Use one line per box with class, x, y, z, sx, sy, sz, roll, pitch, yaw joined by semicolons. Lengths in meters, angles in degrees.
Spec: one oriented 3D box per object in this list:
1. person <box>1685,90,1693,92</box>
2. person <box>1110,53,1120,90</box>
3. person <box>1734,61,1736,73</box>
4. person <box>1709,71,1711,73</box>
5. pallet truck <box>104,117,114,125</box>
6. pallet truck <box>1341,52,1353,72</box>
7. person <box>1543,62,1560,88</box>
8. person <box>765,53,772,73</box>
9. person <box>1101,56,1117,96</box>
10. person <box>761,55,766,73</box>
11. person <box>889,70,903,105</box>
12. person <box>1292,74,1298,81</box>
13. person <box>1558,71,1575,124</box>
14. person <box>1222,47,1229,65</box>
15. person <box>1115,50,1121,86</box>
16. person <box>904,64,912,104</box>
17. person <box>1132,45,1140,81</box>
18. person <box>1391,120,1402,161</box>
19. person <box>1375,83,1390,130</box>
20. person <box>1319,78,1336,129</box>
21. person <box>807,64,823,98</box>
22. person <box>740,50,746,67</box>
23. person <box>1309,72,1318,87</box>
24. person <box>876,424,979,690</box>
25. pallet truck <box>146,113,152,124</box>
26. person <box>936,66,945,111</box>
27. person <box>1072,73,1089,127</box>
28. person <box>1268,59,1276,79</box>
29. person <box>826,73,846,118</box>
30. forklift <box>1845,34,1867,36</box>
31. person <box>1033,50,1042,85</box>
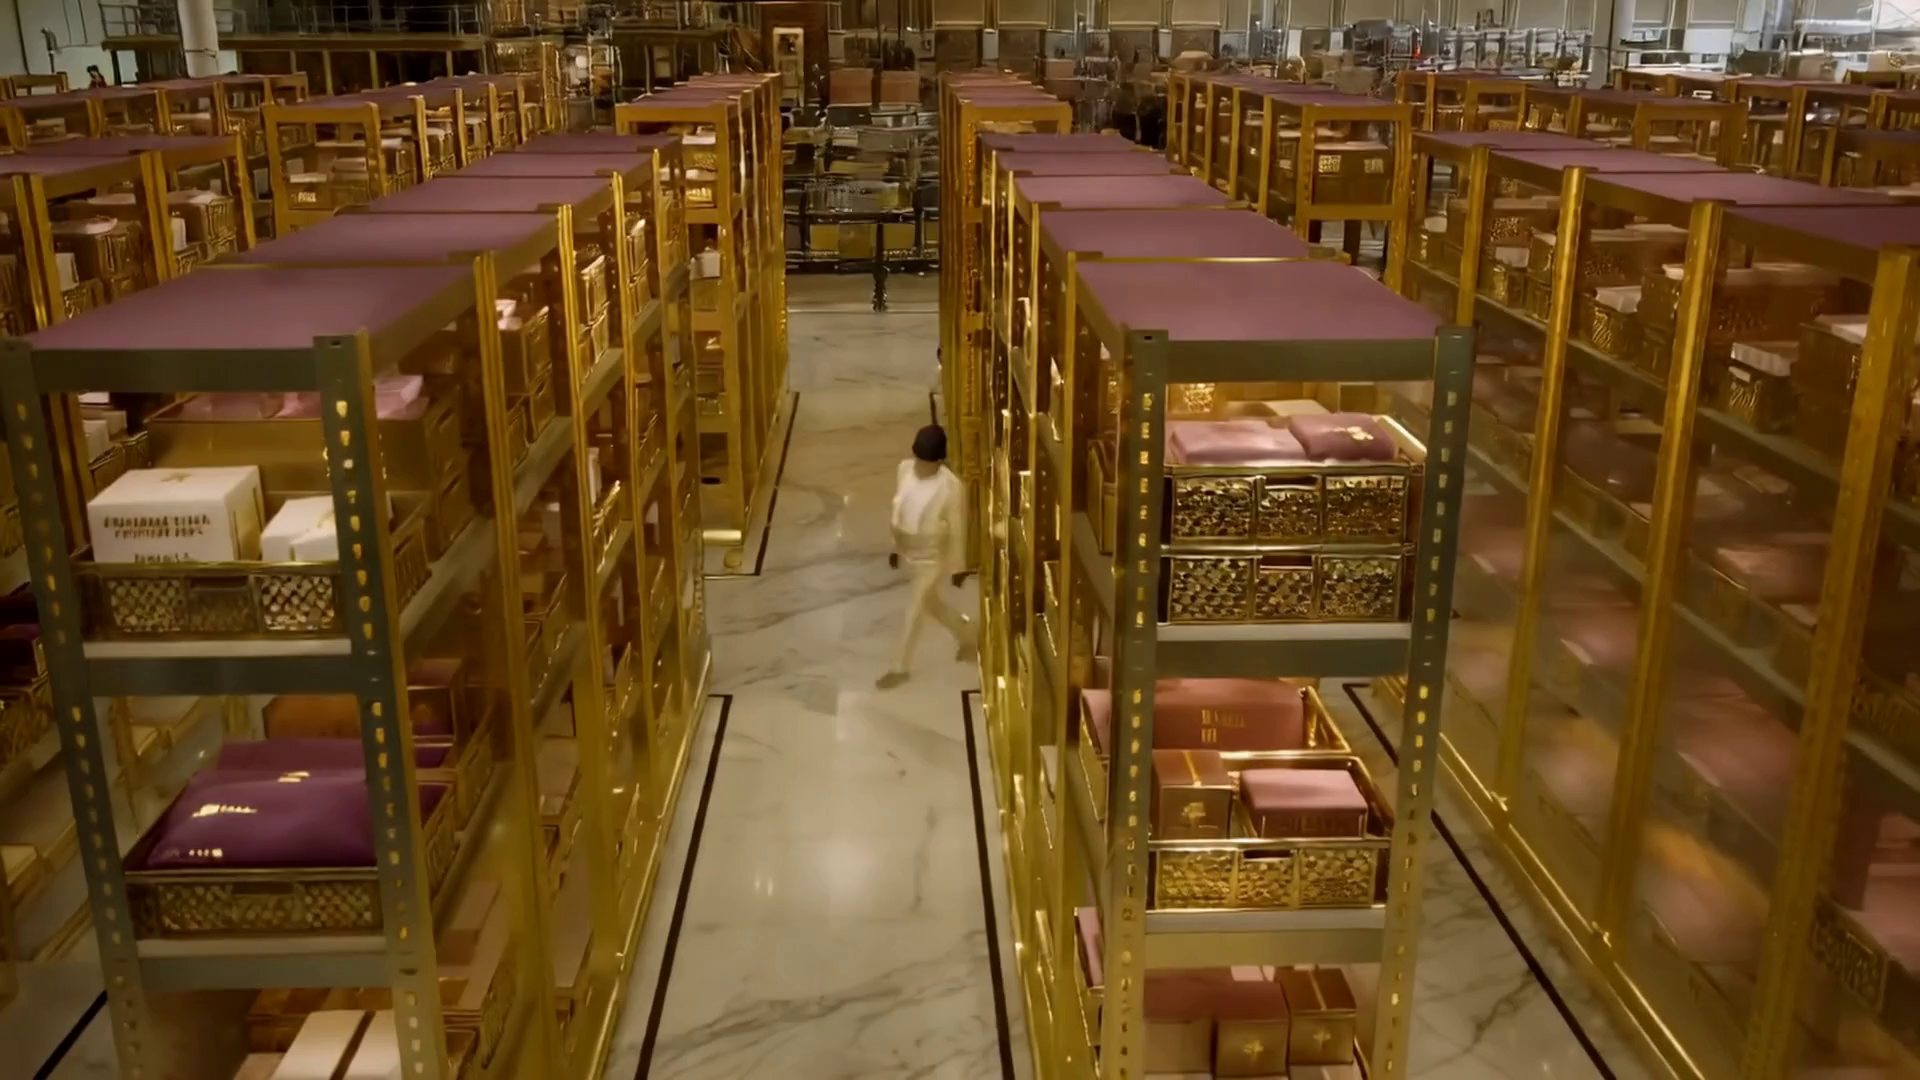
person;30.492;-19.012;69.794;0.593;1.826;1.007;1;18;4
person;7.639;-23.057;82.148;0.569;1.920;0.530;17;24;42
person;34.495;-20.592;74.563;0.797;1.900;0.596;-4;18;-11
person;31.094;-18.701;69.186;0.523;1.593;0.862;4;18;12
pallet truck;-18.367;-7.885;35.078;1.885;1.965;0.823;1;18;2
pallet truck;18.794;-23.123;82.231;0.823;1.965;1.885;-13;22;-35
person;23.983;-18.433;67.650;0.688;2.000;1.002;1;18;3
person;-9.798;-24.158;85.660;0.746;1.865;0.587;0;18;0
person;7.029;-21.733;78.075;0.668;1.911;0.672;3;18;9
person;-10.177;-24.419;86.687;0.493;1.720;0.512;-15;23;-38
person;-2.370;-16.375;61.481;0.597;1.915;0.370;12;21;33
person;11.801;-15.467;58.711;0.563;1.886;0.977;11;21;30
person;21.975;-16.014;60.359;0.597;1.916;0.372;10;21;29
person;15.114;-27.145;94.827;0.417;1.912;0.588;-3;18;-9
person;8.464;-25.469;89.742;0.429;1.842;0.637;2;18;7
person;-2.199;-19.140;70.152;0.346;1.845;0.505;9;20;26
person;10.060;-27.244;94.989;0.381;1.991;0.625;-6;19;-19
person;12.453;-11.589;47.153;0.506;1.614;0.640;-1;18;-2
person;14.449;-14.891;57.320;0.909;1.637;0.536;-1;18;-4
person;12.912;-15.356;58.547;0.598;1.781;0.902;-4;18;-11
person;-5.931;-18.358;67.623;1.021;1.908;0.633;12;22;33
person;-11.270;-24.519;86.633;0.387;1.947;0.604;1;18;4
person;13.166;-16.356;61.553;0.915;1.829;0.559;3;18;9
person;-0.175;0.077;10.782;0.778;1.787;0.604;-13;22;-35
pallet truck;-18.087;-8.309;36.390;1.885;1.965;0.823;-1;18;-4
person;-0.788;-18.545;68.337;0.512;1.837;0.878;3;18;8
person;4.371;-15.857;59.953;0.659;1.887;0.393;4;18;12
person;15.068;-22.383;80.439;0.321;1.690;0.533;13;22;36
person;-4.837;-17.183;64.300;0.928;1.716;0.541;1;18;3
forklift;44.081;-23.568;82.196;1.129;2.768;1.873;-1;18;-2
person;4.163;-25.729;90.544;0.429;1.845;0.621;14;23;37
